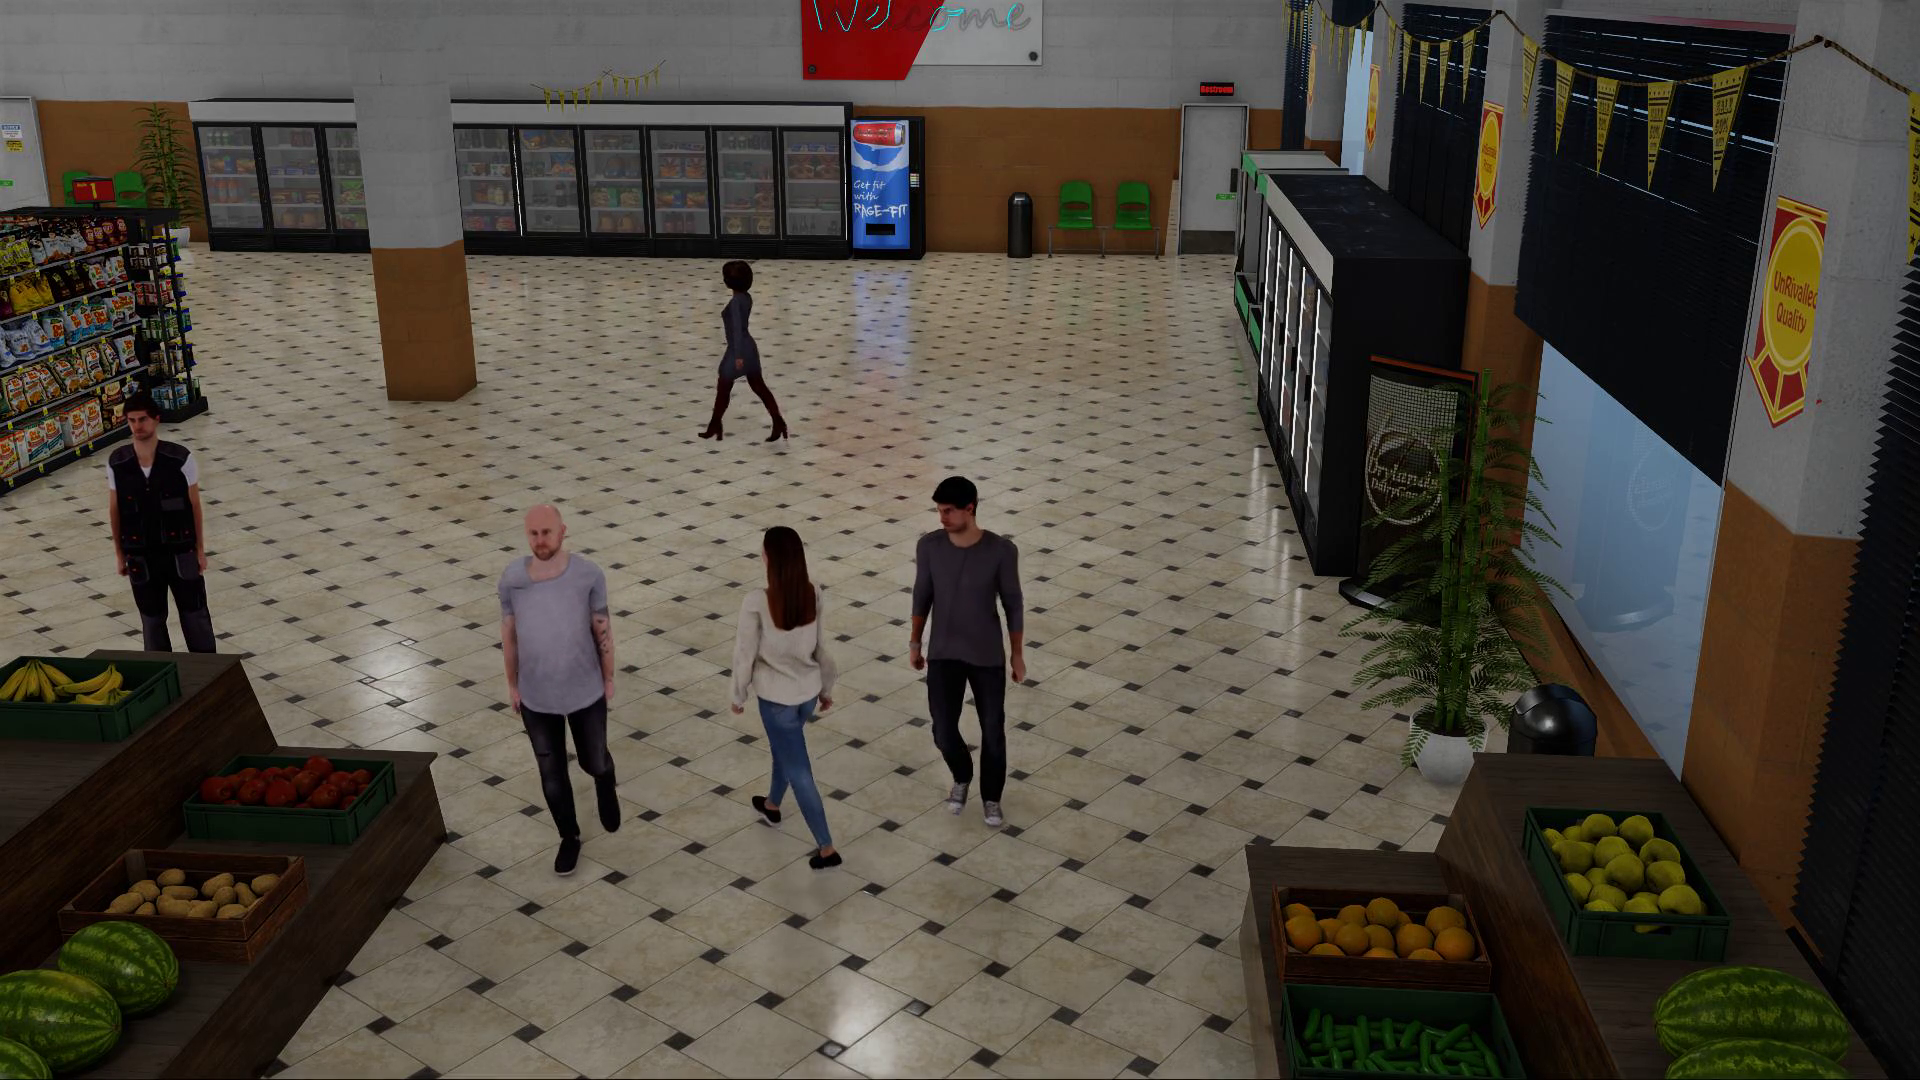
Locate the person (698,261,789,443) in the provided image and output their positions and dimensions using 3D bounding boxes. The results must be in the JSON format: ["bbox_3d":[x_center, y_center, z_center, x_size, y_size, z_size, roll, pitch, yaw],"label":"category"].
[{"bbox_3d":[-1.899,-1.655,15.093,0.789,1.666,1.075,5,19,14],"label":"person"}]

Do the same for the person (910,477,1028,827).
[{"bbox_3d":[0.044,0.534,8.347,0.760,1.829,0.644,2,19,5],"label":"person"}]

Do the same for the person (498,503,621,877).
[{"bbox_3d":[-1.892,0.674,7.942,0.706,1.822,0.815,-1,19,-3],"label":"person"}]

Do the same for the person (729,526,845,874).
[{"bbox_3d":[-0.767,0.794,7.862,1.112,1.646,1.207,-14,23,-35],"label":"person"}]

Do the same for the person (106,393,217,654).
[{"bbox_3d":[-4.683,0.047,9.760,0.730,1.849,0.710,-6,19,-17],"label":"person"}]
